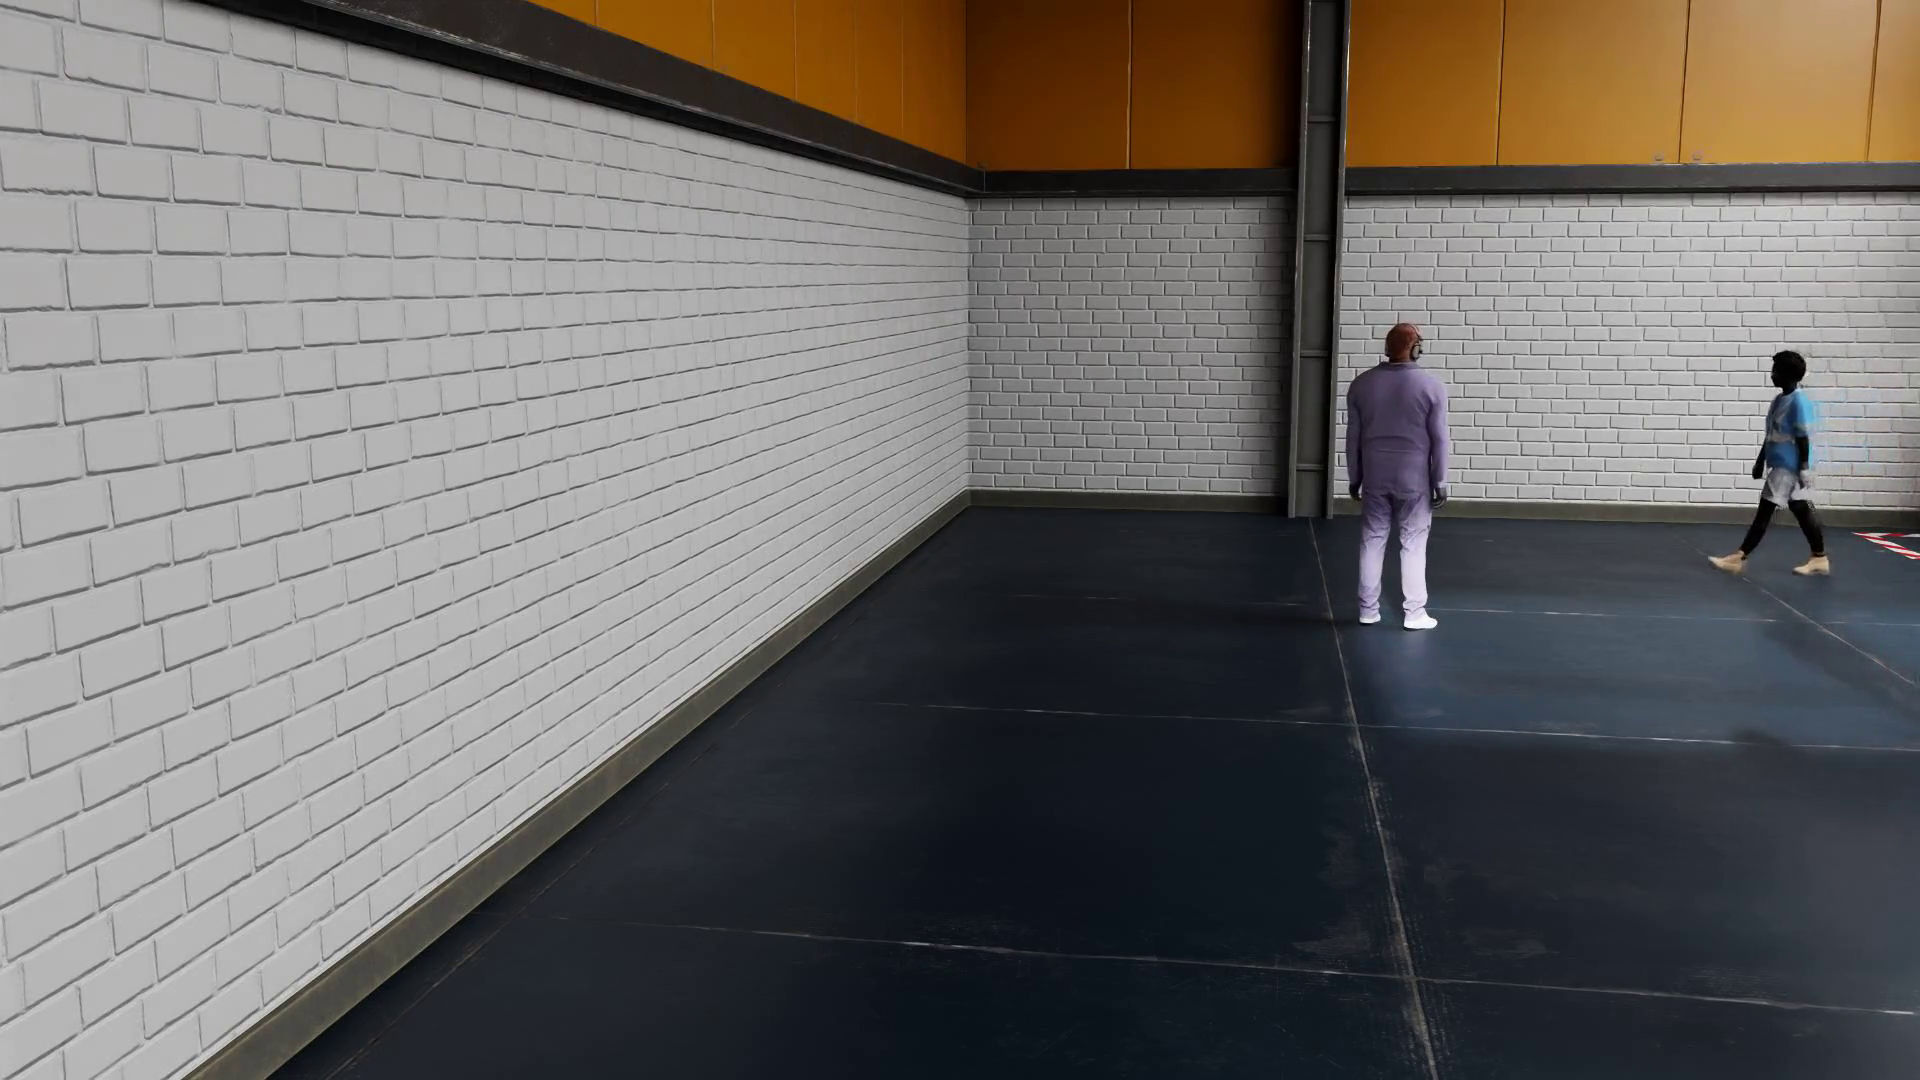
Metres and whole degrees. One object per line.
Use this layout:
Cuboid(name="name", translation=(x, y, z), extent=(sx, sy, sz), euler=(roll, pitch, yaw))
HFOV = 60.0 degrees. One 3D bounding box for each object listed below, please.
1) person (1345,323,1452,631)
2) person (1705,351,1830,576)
Cuboid(name="person", translation=(2.727, -0.391, 10.332), extent=(0.652, 1.904, 0.403), euler=(6, 11, 33))
Cuboid(name="person", translation=(5.943, -0.547, 12.070), extent=(0.889, 1.640, 0.548), euler=(2, 9, 12))
